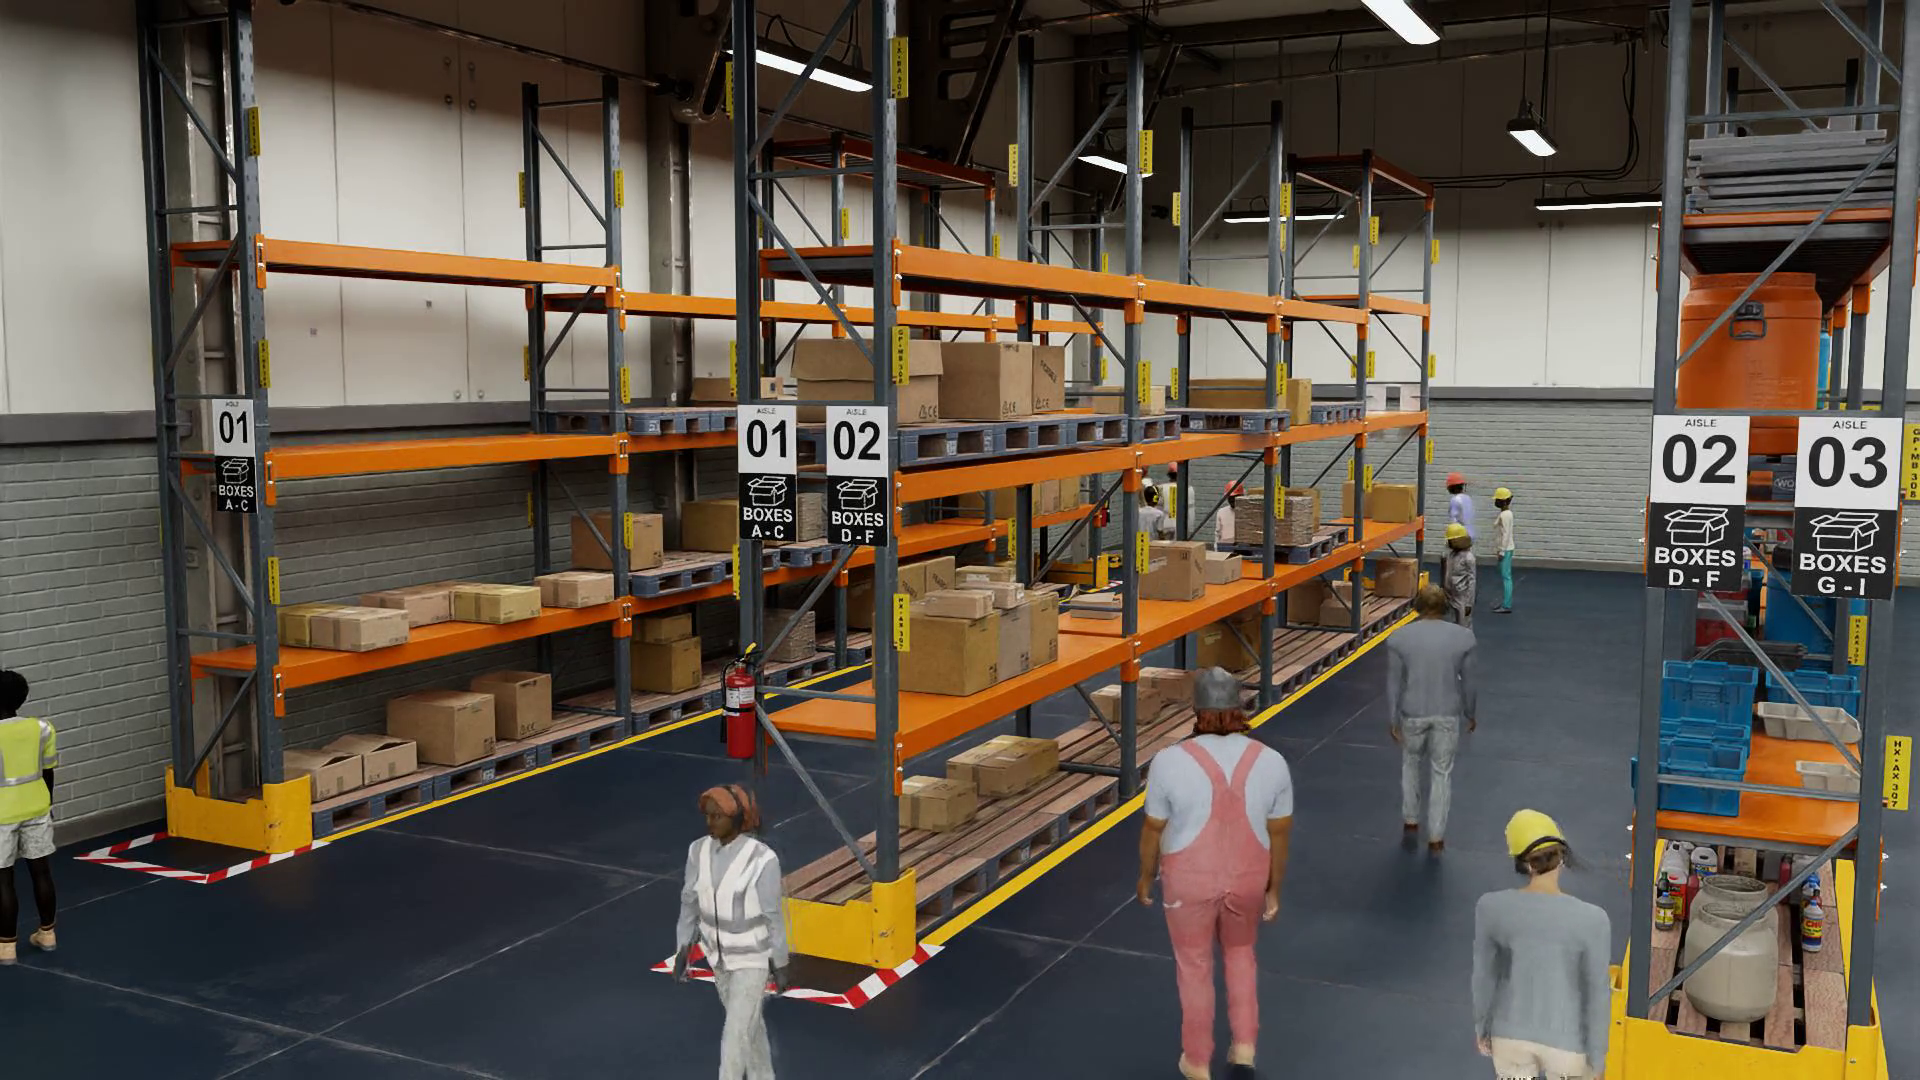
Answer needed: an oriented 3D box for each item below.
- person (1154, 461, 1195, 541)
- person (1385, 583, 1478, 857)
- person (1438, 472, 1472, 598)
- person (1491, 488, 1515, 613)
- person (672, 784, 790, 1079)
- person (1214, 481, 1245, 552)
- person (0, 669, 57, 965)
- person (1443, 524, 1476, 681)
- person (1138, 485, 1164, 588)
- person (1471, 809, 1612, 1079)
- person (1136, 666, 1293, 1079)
[{"bbox_3d":[3.291,-0.201,25.504,0.609,2.027,0.456,3,6,25],"label":"person"},{"bbox_3d":[3.387,1.253,11.969,0.649,1.905,0.900,2,6,15],"label":"person"},{"bbox_3d":[7.265,-0.045,24.574,0.577,1.898,0.849,-5,8,-42],"label":"person"},{"bbox_3d":[7.624,0.147,23.388,0.326,1.767,0.533,2,6,22],"label":"person"},{"bbox_3d":[-1.049,1.877,7.326,0.538,1.601,0.806,4,7,37],"label":"person"},{"bbox_3d":[3.567,0.214,21.667,0.612,1.986,0.401,5,8,41],"label":"person"},{"bbox_3d":[-5.493,1.592,9.643,0.315,1.700,0.540,3,7,26],"label":"person"},{"bbox_3d":[5.473,0.684,18.321,0.329,1.732,0.488,-2,6,-17],"label":"person"},{"bbox_3d":[2.556,0.194,22.428,0.514,1.871,0.327,5,8,41],"label":"person"},{"bbox_3d":[2.210,1.913,6.373,0.542,1.725,0.507,4,7,31],"label":"person"},{"bbox_3d":[1.200,1.593,7.998,0.691,2.000,0.550,-1,6,-7],"label":"person"}]
